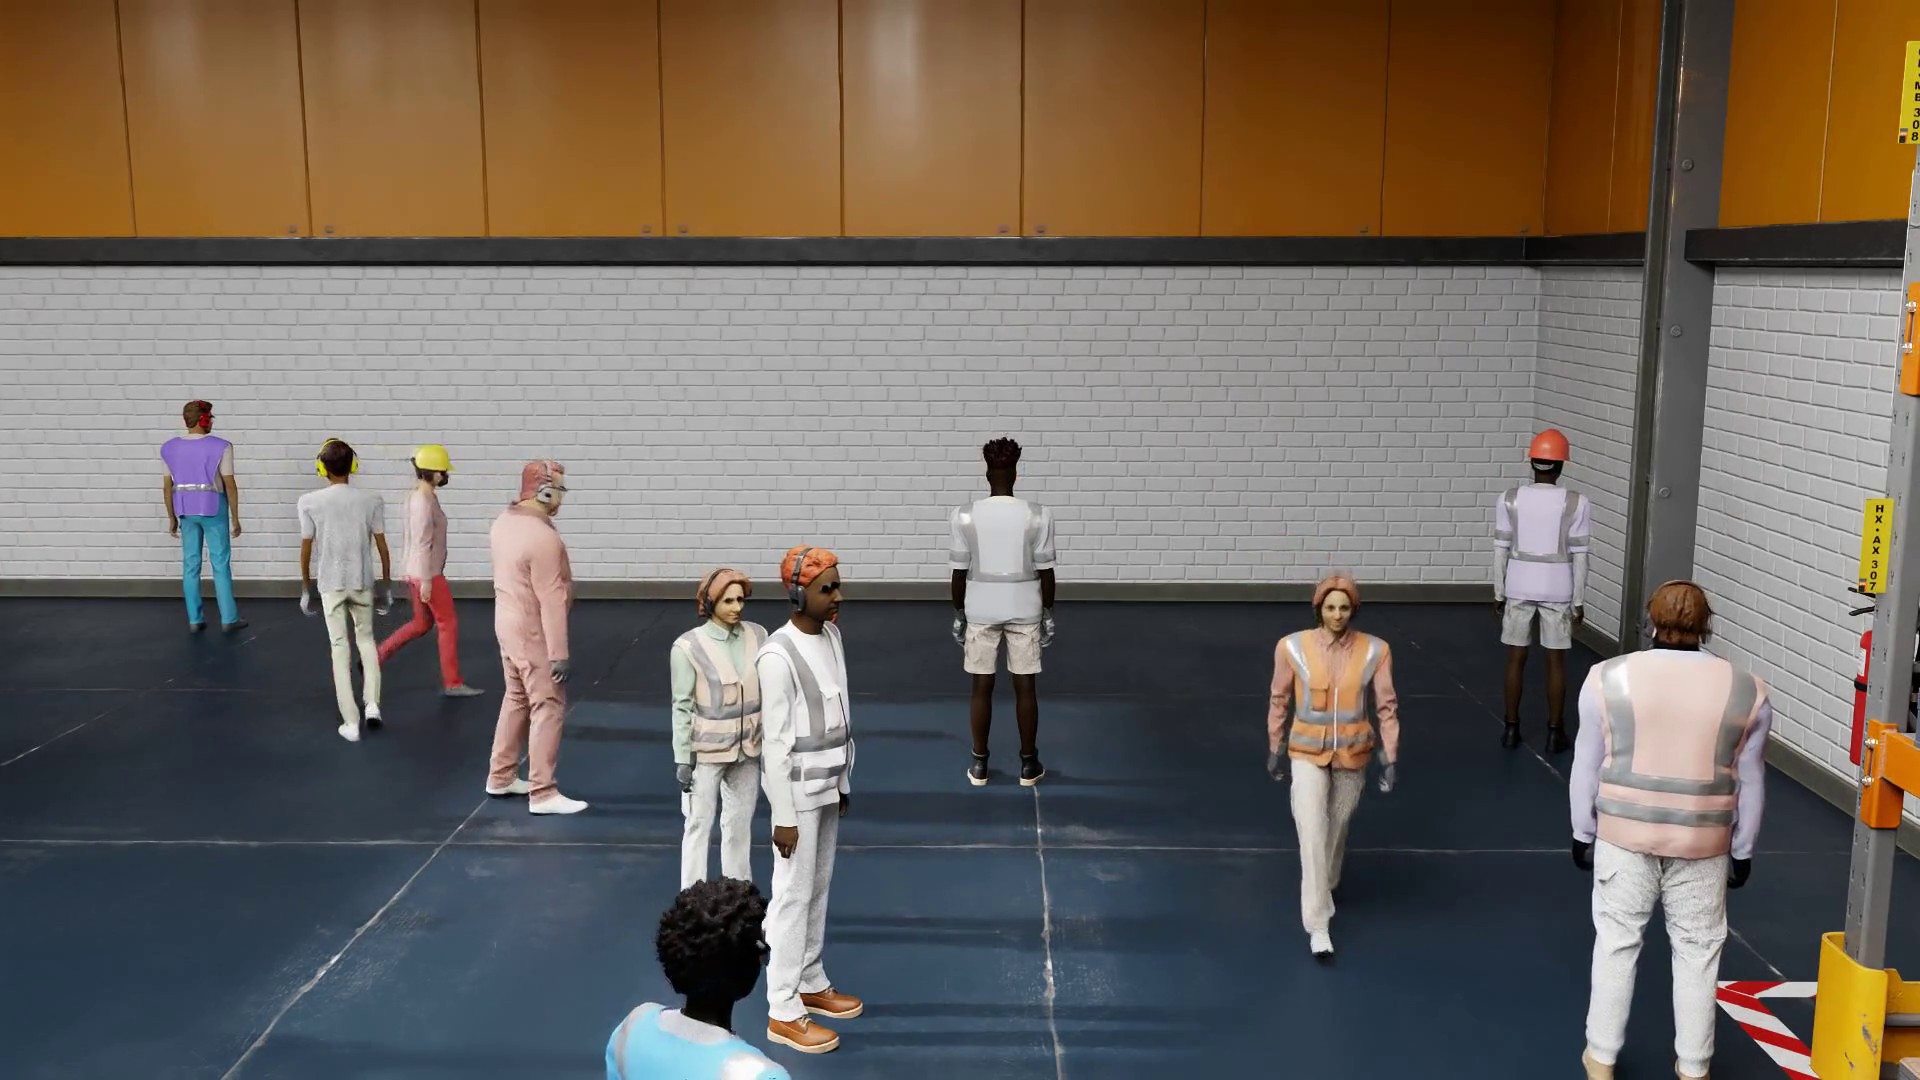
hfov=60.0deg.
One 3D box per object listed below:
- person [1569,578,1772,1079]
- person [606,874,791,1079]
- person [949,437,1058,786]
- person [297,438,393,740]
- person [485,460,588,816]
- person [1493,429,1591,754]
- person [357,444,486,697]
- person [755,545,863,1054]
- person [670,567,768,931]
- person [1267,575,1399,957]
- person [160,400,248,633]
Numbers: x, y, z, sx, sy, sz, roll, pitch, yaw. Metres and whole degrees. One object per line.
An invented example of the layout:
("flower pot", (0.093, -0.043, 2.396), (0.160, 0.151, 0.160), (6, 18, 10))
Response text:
("person", (2.469, 1.044, 5.852), (0.629, 1.836, 0.429), (3, 10, 18))
("person", (-0.514, 1.523, 3.431), (0.559, 1.694, 0.321), (9, 13, 42))
("person", (0.241, 0.404, 9.277), (0.604, 1.965, 0.367), (1, 9, 4))
("person", (-3.780, 0.303, 10.233), (0.509, 1.858, 0.437), (-5, 11, -29))
("person", (-2.271, 0.523, 8.807), (0.475, 1.891, 0.714), (-7, 12, -35))
("person", (3.470, 0.304, 9.957), (0.548, 1.937, 0.379), (5, 11, 28))
("person", (-3.612, 0.220, 11.058), (0.738, 1.734, 0.515), (-4, 10, -23))
("person", (-0.568, 0.951, 6.244), (0.340, 1.882, 0.585), (3, 10, 16))
("person", (-1.015, 0.924, 7.148), (0.310, 1.636, 0.523), (9, 13, 43))
("person", (1.607, 0.941, 7.150), (0.538, 1.585, 0.851), (1, 9, 3))
("person", (-5.981, -0.176, 13.128), (0.564, 1.840, 0.396), (0, 9, 0))
